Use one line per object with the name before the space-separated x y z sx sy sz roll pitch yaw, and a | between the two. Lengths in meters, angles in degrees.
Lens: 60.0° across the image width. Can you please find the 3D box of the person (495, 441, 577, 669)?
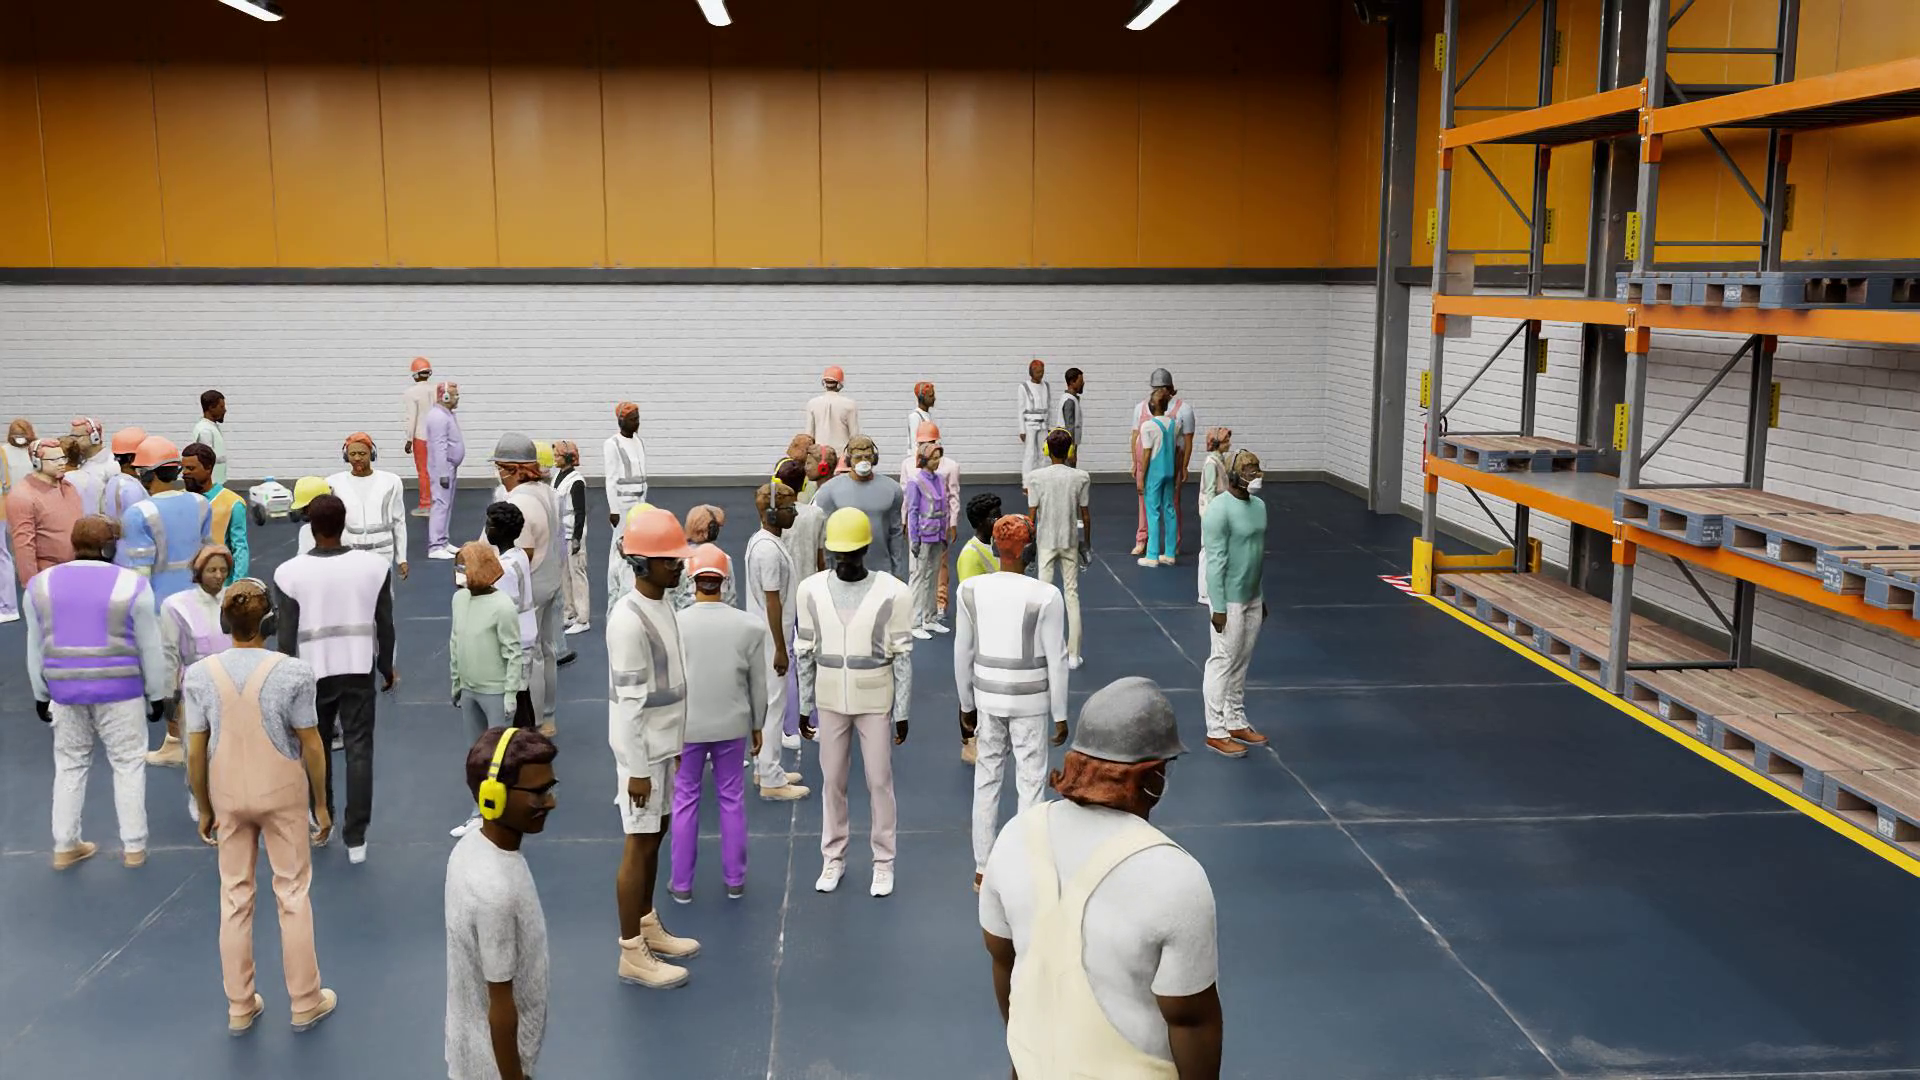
person | -3.199 0.153 12.466 0.600 1.796 0.852 3 9 15

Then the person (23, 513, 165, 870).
person | -4.379 0.776 8.468 0.644 1.829 0.430 -1 9 -6

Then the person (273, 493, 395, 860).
person | -3.304 0.688 8.833 0.587 1.879 0.917 -4 10 -24

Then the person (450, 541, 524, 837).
person | -2.527 0.811 8.843 0.507 1.631 0.266 7 11 36

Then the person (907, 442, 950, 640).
person | -0.269 0.001 13.916 0.307 1.637 0.525 5 10 29

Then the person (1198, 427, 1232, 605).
person | 2.346 -0.220 15.297 0.310 1.638 0.523 3 9 16

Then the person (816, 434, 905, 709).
person | -0.680 0.232 11.521 0.638 1.938 0.357 -3 10 -20

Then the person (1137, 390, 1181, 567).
person | 2.064 -0.637 17.270 0.517 1.843 0.325 -6 11 -33

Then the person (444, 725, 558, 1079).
person | -1.194 1.402 4.416 0.329 1.863 0.513 -4 10 -21

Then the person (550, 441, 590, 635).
person | -3.315 -0.027 14.083 0.307 1.641 0.514 -7 12 -38

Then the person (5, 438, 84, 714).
person | -6.272 0.241 11.564 0.409 1.906 0.651 1 9 5

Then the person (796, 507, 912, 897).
person | -0.522 0.786 8.112 0.586 1.920 0.398 2 9 12

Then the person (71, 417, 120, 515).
person | -6.876 -0.025 13.234 0.650 1.906 0.401 4 10 23

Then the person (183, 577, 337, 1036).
person | -2.777 1.058 6.622 0.514 1.845 0.336 -1 9 -6

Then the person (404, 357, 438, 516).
person | -6.732 -1.299 20.953 0.379 1.996 0.608 6 11 32

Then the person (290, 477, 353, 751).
person | -4.066 0.466 10.621 0.534 1.758 0.322 7 11 36

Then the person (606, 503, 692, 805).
person | -1.772 0.653 9.490 0.488 1.744 0.295 0 9 1

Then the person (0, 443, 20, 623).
person | -8.443 -0.230 14.458 0.375 1.925 0.595 -5 10 -28

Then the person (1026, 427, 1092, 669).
person | 0.746 0.067 12.778 0.538 1.869 0.313 -1 9 -4

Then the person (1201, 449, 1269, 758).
person | 1.760 0.388 10.546 0.372 1.940 0.630 7 11 36

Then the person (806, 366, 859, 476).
person | -1.447 -0.998 19.068 0.618 1.993 0.396 2 9 11

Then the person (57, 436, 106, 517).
person | -6.631 0.133 12.491 0.354 1.834 0.519 3 10 21

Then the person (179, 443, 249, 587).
person | -5.021 0.302 11.146 0.588 1.920 0.392 3 10 18

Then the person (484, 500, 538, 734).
person | -2.684 0.609 9.912 0.318 1.697 0.535 -1 9 -8

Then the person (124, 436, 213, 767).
person | -4.882 0.379 10.264 0.378 2.045 0.605 4 10 22

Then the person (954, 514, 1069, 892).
person | 0.259 0.807 8.084 0.584 1.882 0.345 4 10 26

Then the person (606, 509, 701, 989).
person | -1.298 0.877 7.142 0.395 2.042 0.611 1 9 3

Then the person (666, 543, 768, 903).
person | -1.218 0.882 8.065 0.574 1.738 0.354 -3 10 -19

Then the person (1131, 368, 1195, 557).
person | 2.149 -0.832 17.884 0.682 2.000 0.537 4 10 21

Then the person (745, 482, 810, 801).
person | -1.067 0.581 9.623 0.335 1.845 0.513 -2 9 -13

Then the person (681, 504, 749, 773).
person | -1.541 0.600 10.151 0.513 1.640 0.307 7 11 38

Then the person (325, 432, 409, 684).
person | -4.377 0.142 12.259 0.586 1.882 0.341 -3 10 -19

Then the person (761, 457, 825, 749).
person | -1.077 0.403 10.670 0.310 1.868 0.533 9 13 44

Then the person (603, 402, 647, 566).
person | -3.019 -0.314 15.122 0.337 1.882 0.584 3 10 19

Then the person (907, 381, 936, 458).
person | -0.390 -0.770 17.982 0.346 1.882 0.584 2 9 11

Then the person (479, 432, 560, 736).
person | -2.837 0.323 10.629 0.536 2.000 0.676 0 9 2

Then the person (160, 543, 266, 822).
person | -3.981 0.808 8.884 0.531 1.620 0.462 -6 11 -33

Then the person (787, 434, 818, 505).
person | -1.415 -0.137 14.830 0.278 1.628 0.506 7 11 36

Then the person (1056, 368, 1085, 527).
person | 1.319 -1.118 20.060 0.399 1.920 0.590 1 9 3

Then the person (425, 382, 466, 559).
person | -5.513 -0.752 17.871 0.405 1.895 0.662 -1 9 -7

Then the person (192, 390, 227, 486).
person | -7.343 -0.512 16.305 0.390 1.908 0.601 -3 10 -20

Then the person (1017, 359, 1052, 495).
person | 1.034 -1.540 22.855 0.584 1.877 0.356 -7 12 -39

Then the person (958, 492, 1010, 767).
person | 0.149 0.547 10.302 0.315 1.696 0.541 3 9 17

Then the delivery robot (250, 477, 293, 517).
delivery robot | -8.425 -0.530 20.346 0.477 0.478 0.707 -7 11 -37

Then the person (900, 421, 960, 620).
person | -0.280 -0.168 14.606 0.563 1.753 0.327 2 9 15
